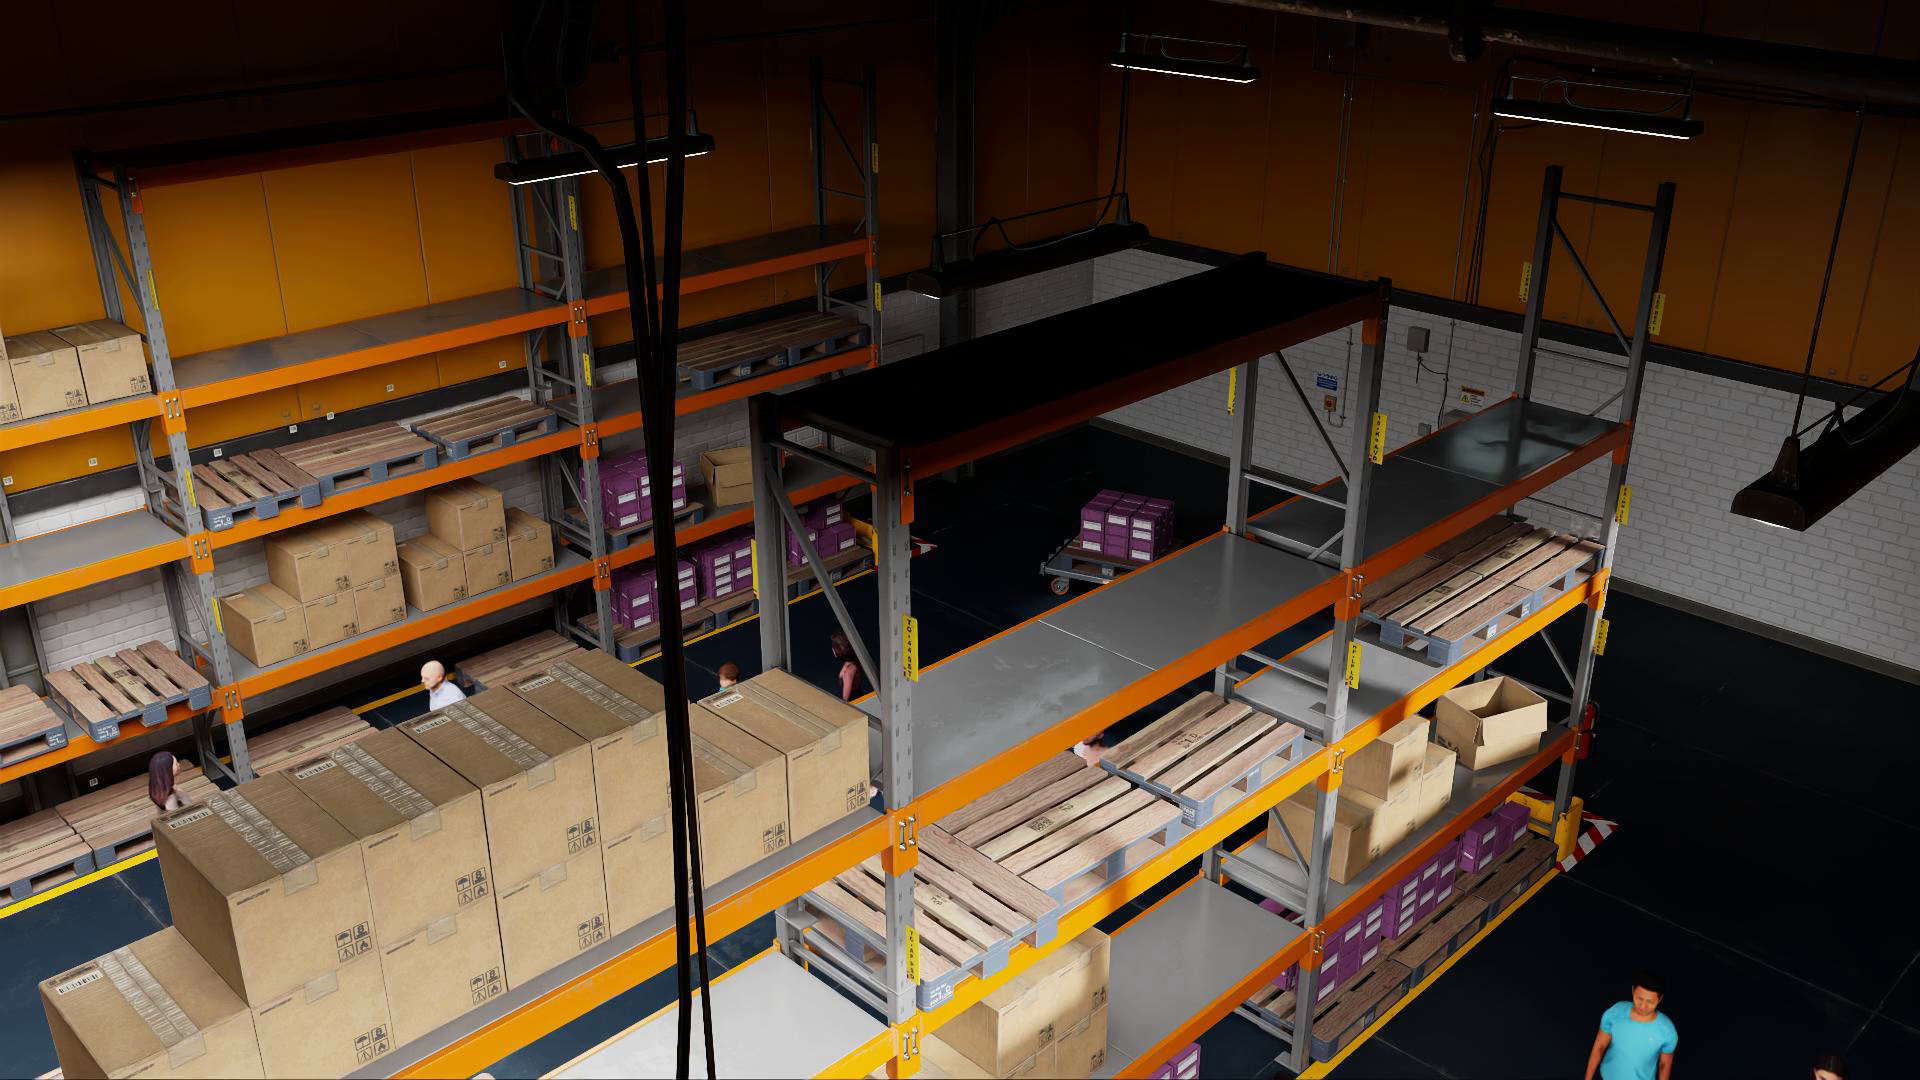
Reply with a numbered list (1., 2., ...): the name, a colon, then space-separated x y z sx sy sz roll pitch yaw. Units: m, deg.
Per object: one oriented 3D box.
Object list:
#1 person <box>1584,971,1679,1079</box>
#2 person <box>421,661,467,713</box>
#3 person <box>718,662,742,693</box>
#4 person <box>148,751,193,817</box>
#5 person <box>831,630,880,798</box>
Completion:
1. person: 4.461 3.552 11.072 0.728 1.743 1.034 18 29 35
2. person: -4.482 1.831 14.971 0.654 1.774 0.651 19 30 36
3. person: -2.053 1.782 15.533 0.961 1.414 0.599 -18 30 -36
4. person: -6.337 2.485 13.507 0.490 1.746 0.578 -22 32 -40
5. person: -0.868 1.629 15.449 0.916 1.761 0.805 -4 24 -8
